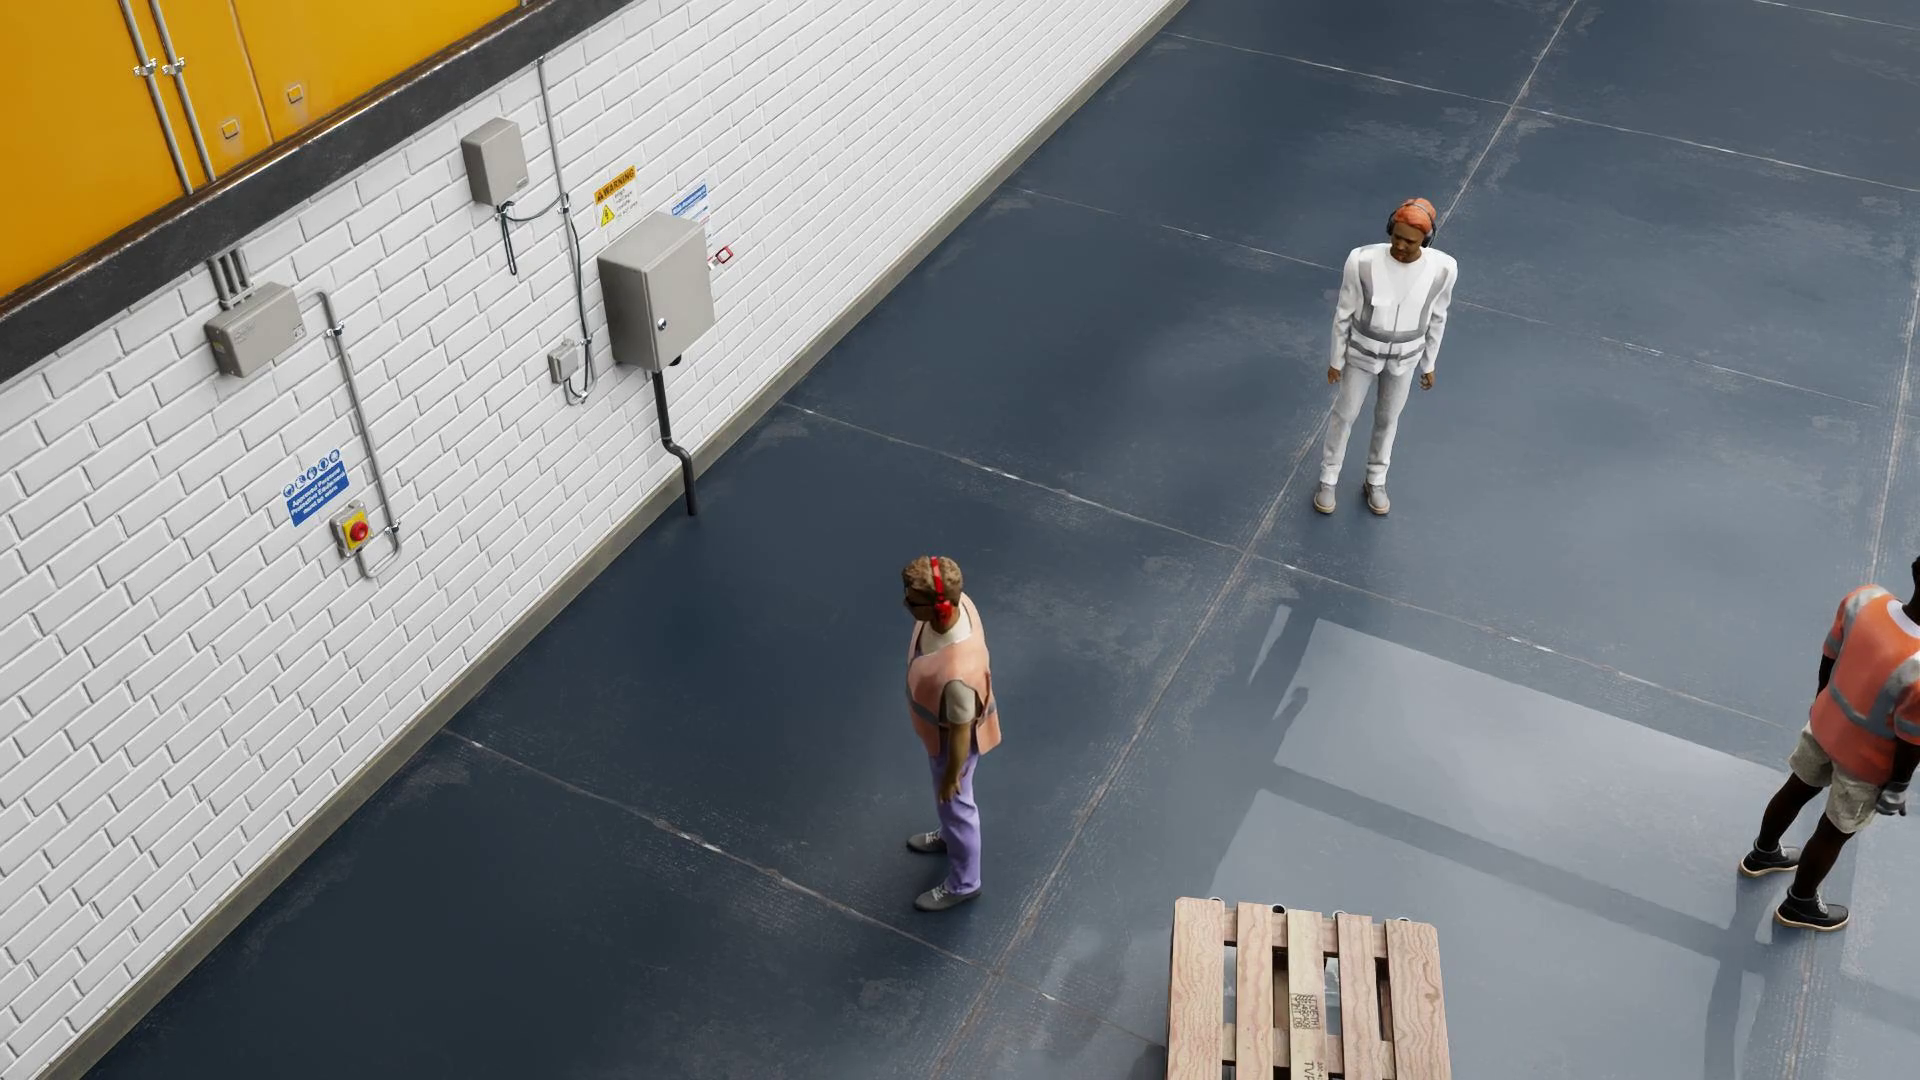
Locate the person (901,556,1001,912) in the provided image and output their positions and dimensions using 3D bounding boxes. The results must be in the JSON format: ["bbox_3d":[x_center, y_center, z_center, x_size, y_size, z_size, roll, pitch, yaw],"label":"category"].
[{"bbox_3d":[-0.033,0.774,6.742,0.379,1.836,0.564,-6,41,-6],"label":"person"}]

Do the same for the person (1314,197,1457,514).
[{"bbox_3d":[2.210,-0.944,8.697,0.573,1.884,0.361,3,41,4],"label":"person"}]

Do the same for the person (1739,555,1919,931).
[{"bbox_3d":[3.593,0.787,6.627,0.368,1.966,0.600,-6,41,-6],"label":"person"}]
